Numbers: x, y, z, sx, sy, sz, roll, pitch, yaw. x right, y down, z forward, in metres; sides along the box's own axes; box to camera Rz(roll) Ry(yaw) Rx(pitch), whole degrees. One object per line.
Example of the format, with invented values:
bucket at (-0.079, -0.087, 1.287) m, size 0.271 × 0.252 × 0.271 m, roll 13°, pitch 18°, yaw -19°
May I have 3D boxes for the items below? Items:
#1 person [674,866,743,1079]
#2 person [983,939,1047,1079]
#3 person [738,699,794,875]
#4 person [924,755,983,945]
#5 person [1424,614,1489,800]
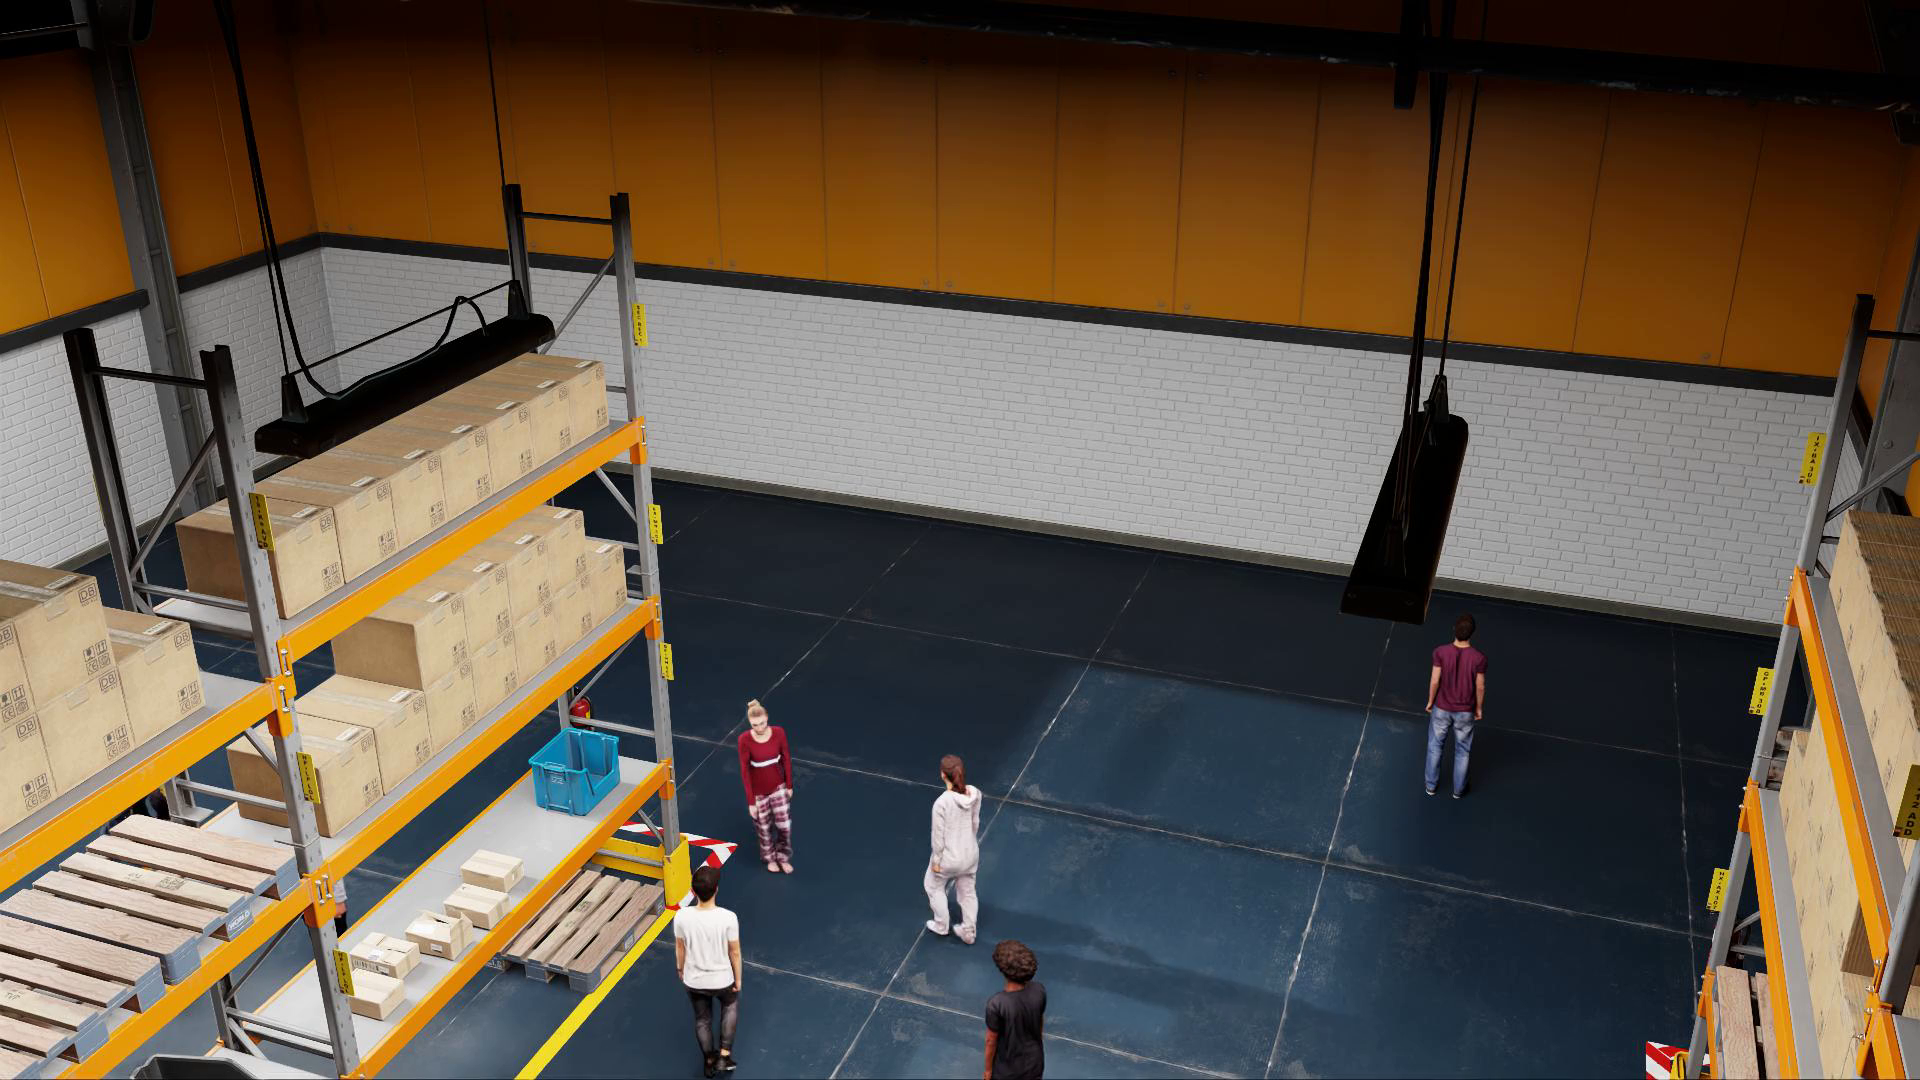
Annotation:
person at (-1.815, 3.150, 11.905) m, size 0.738 × 1.710 × 0.755 m, roll 0°, pitch 24°, yaw -1°
person at (0.376, 3.451, 11.129) m, size 0.691 × 1.779 × 0.769 m, roll -14°, pitch 27°, yaw -29°
person at (-1.697, 2.109, 14.313) m, size 0.778 × 1.688 × 0.835 m, roll -11°, pitch 26°, yaw -23°
person at (0.008, 2.543, 13.340) m, size 0.784 × 1.673 × 0.852 m, roll -15°, pitch 28°, yaw -30°
person at (4.591, 1.533, 15.423) m, size 0.645 × 1.855 × 0.530 m, roll 9°, pitch 25°, yaw 19°
